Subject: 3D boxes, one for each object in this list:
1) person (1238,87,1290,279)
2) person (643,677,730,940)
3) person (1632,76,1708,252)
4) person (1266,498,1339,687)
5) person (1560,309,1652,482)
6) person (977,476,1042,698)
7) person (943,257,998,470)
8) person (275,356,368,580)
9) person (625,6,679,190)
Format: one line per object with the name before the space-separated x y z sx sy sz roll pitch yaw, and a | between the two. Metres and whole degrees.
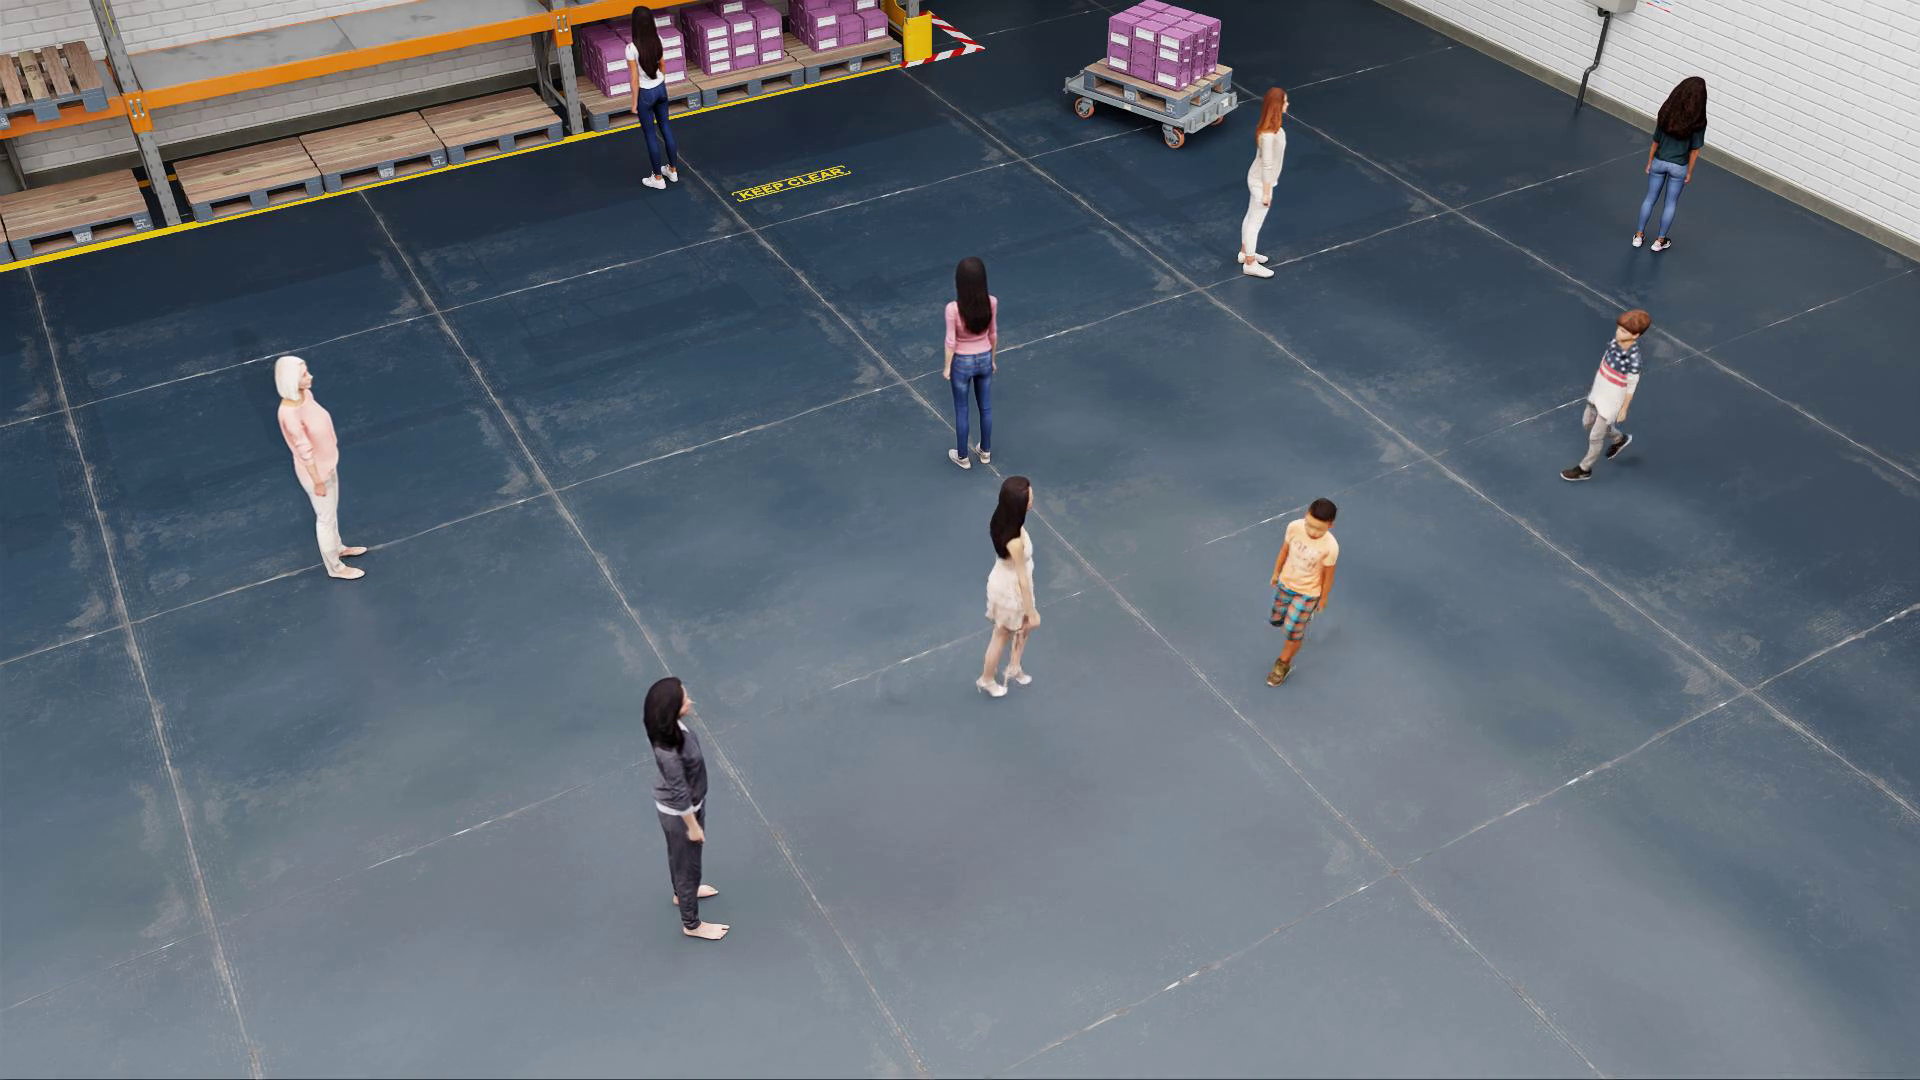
person | 2.646 -3.149 14.580 0.727 1.711 0.698 4 39 5
person | -1.490 1.410 8.829 0.593 1.765 0.645 -10 40 -12
person | 6.389 -3.385 14.952 0.693 1.616 0.716 25 45 28
person | 2.186 0.265 10.520 0.870 1.443 0.713 -30 48 -32
person | 4.821 -1.076 12.210 0.865 1.429 0.671 -8 39 -10
person | 0.212 0.343 10.201 0.733 1.720 0.697 -4 39 -5
person | 0.084 -1.303 12.244 0.493 1.743 0.652 -14 41 -17
person | -4.357 -0.507 11.261 0.635 1.725 0.667 -7 39 -9
person | -2.942 -4.226 15.878 0.718 1.775 0.567 27 46 30
